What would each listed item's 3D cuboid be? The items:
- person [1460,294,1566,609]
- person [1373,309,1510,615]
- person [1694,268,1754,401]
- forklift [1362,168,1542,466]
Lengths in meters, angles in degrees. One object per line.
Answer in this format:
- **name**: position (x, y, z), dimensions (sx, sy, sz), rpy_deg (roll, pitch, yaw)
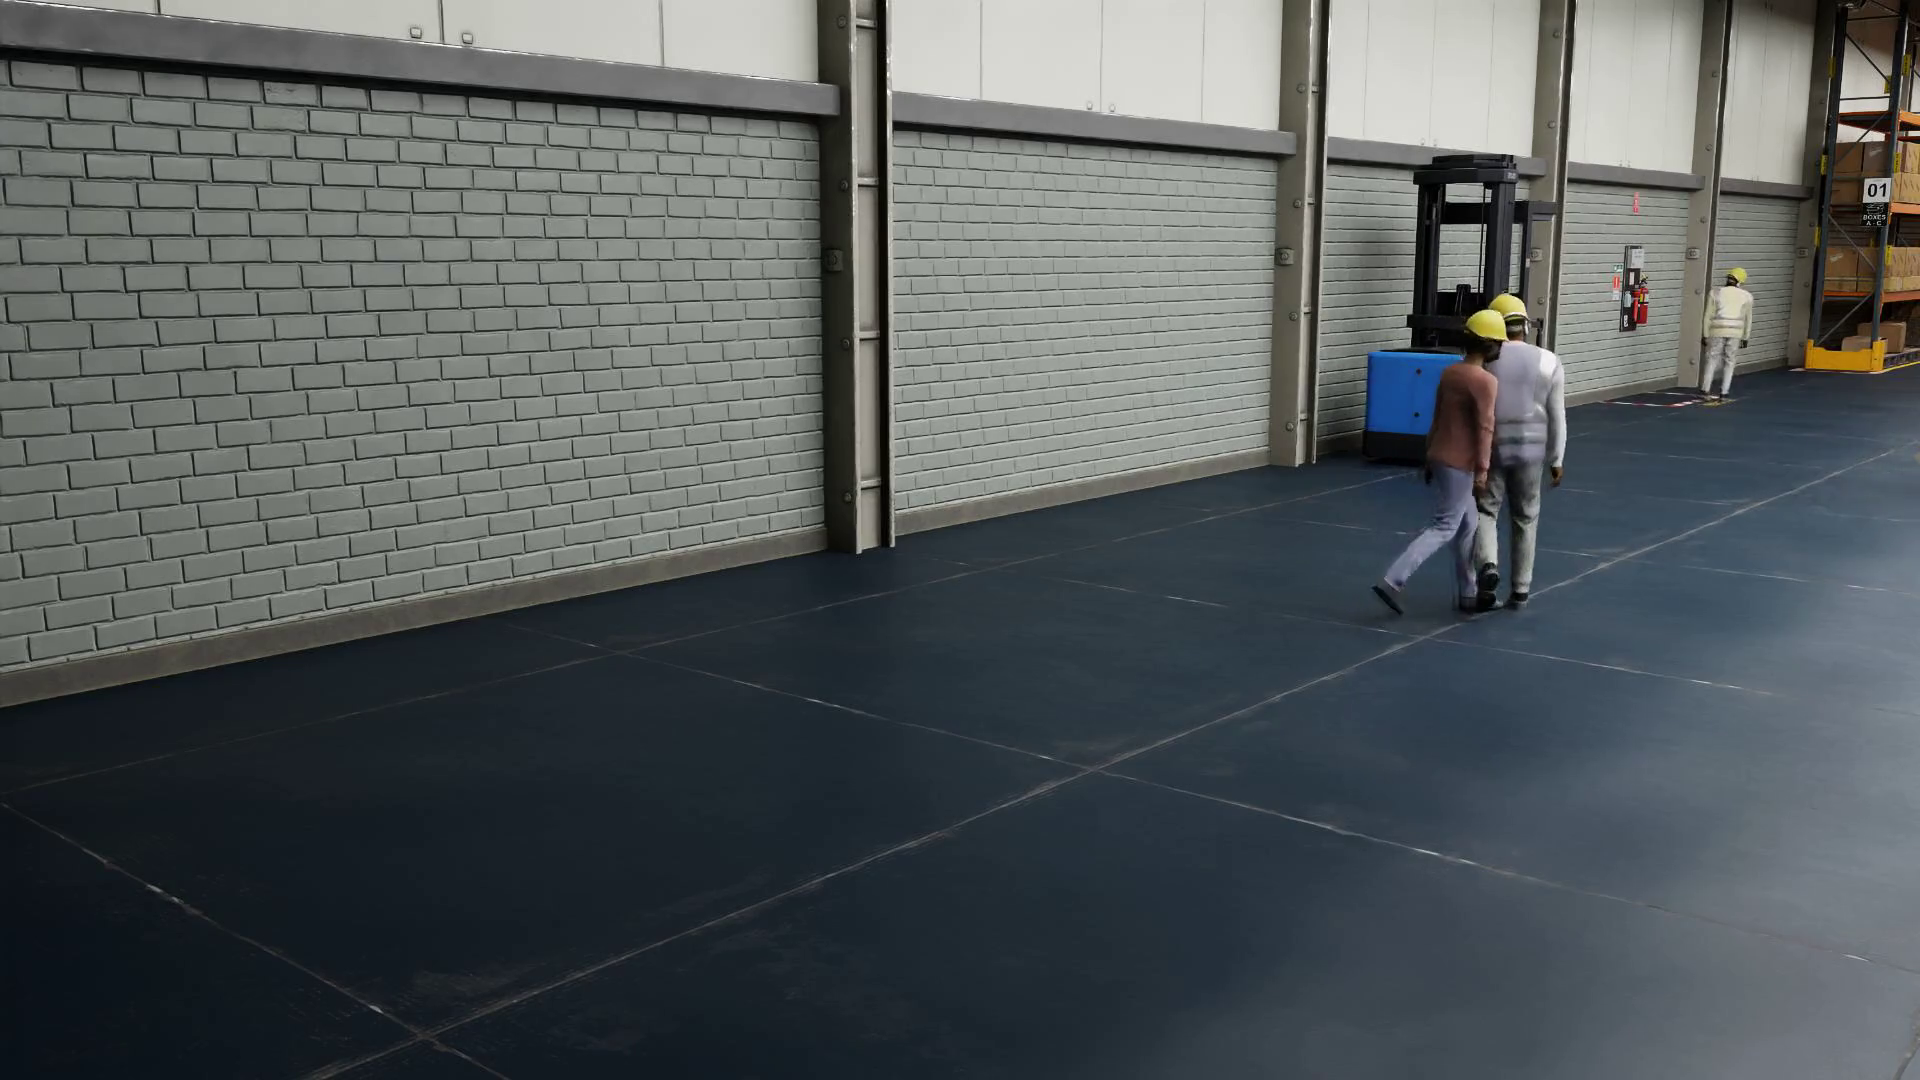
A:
- **person**: position (3.090, -0.479, 9.381), dimensions (0.634, 1.802, 0.640), rpy_deg (2, 10, 12)
- **person**: position (2.699, -0.426, 9.292), dimensions (0.797, 1.723, 0.537), rpy_deg (-2, 10, -9)
- **person**: position (10.395, -2.786, 22.544), dimensions (0.624, 1.788, 0.458), rpy_deg (2, 10, 14)
- **forklift**: position (4.875, -2.212, 16.287), dimensions (1.129, 2.768, 1.873), rpy_deg (8, 13, 40)
